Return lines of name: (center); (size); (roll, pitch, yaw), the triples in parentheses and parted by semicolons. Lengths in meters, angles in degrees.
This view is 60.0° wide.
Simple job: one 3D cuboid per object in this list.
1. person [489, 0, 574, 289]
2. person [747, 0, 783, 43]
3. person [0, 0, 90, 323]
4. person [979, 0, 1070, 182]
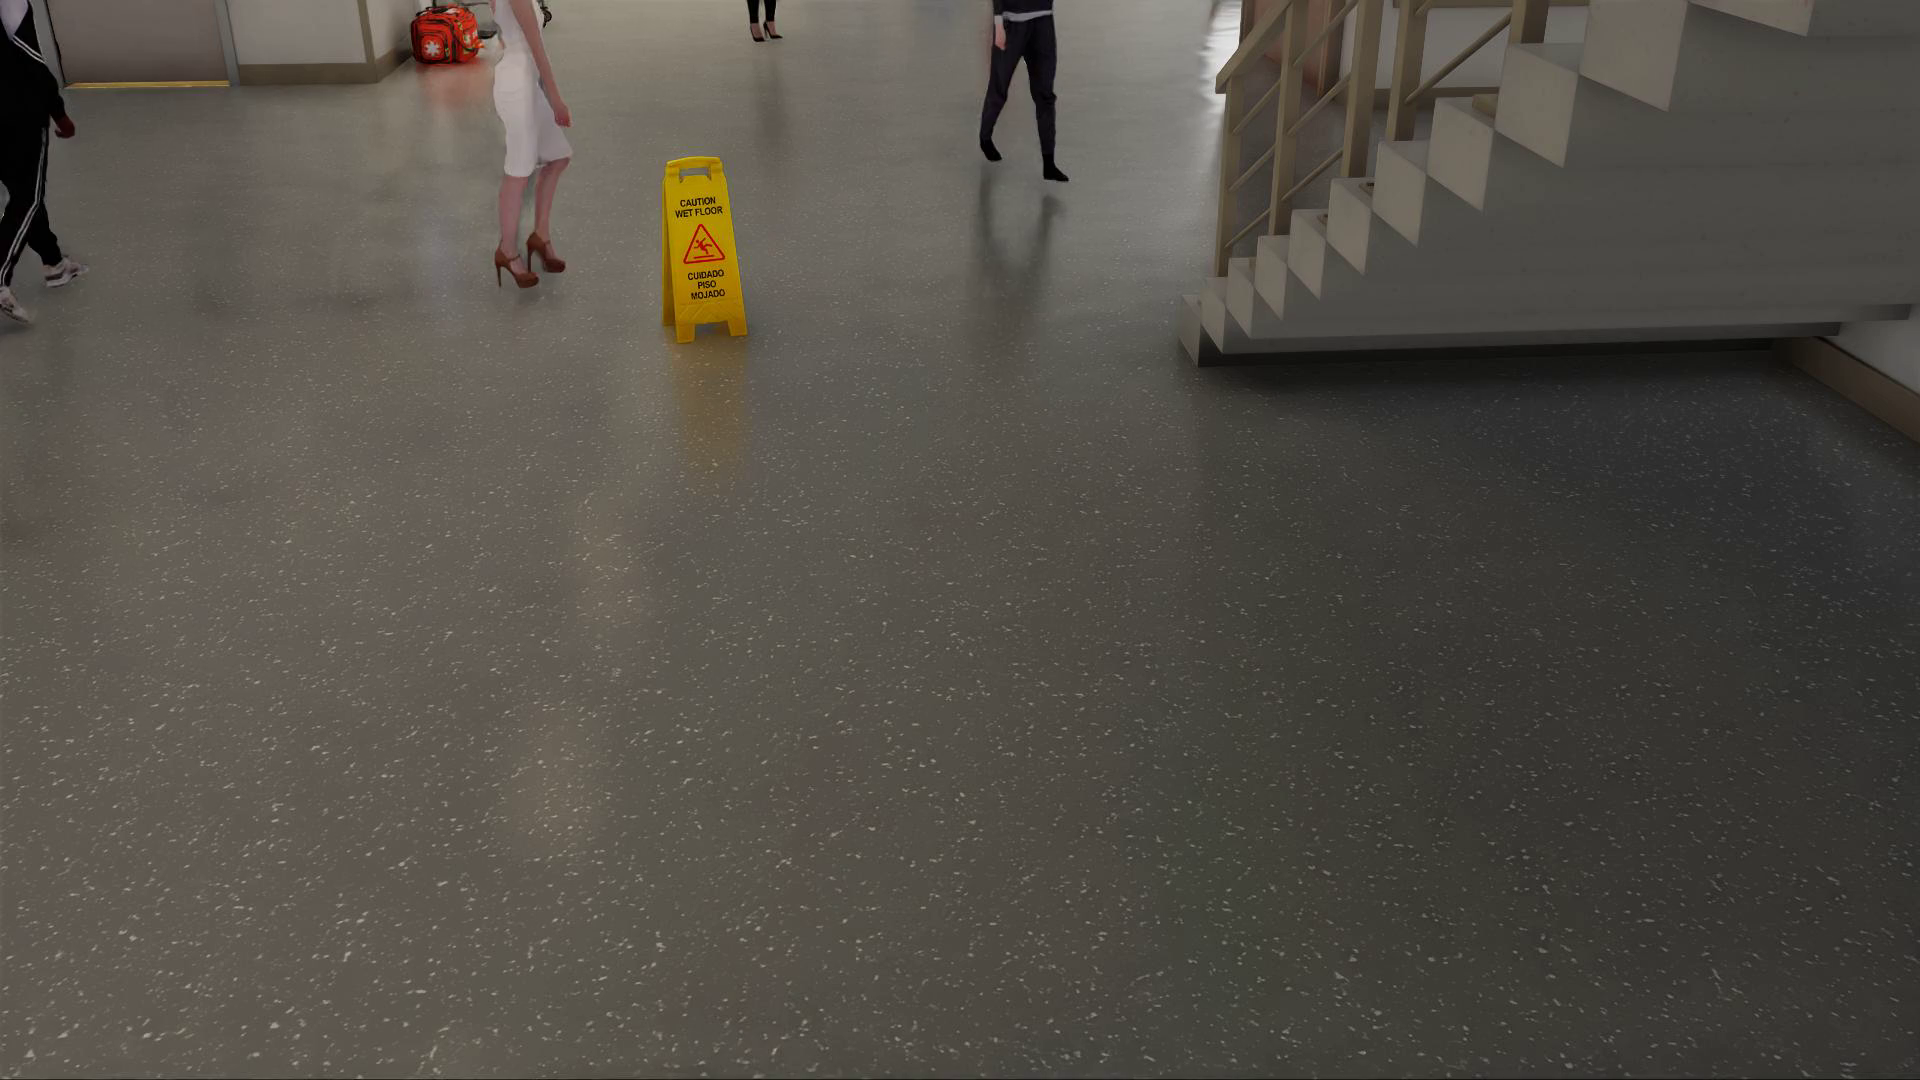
person: (-2.149, -2.026, 7.756); (0.700, 1.777, 0.637); (-7, 27, -14)
person: (-1.722, -5.251, 14.520); (0.680, 1.711, 0.625); (21, 33, 37)
person: (-4.347, -1.896, 7.450); (0.868, 1.809, 1.230); (5, 26, 10)
person: (0.319, -3.038, 9.903); (0.908, 1.735, 1.232); (-13, 29, -25)
